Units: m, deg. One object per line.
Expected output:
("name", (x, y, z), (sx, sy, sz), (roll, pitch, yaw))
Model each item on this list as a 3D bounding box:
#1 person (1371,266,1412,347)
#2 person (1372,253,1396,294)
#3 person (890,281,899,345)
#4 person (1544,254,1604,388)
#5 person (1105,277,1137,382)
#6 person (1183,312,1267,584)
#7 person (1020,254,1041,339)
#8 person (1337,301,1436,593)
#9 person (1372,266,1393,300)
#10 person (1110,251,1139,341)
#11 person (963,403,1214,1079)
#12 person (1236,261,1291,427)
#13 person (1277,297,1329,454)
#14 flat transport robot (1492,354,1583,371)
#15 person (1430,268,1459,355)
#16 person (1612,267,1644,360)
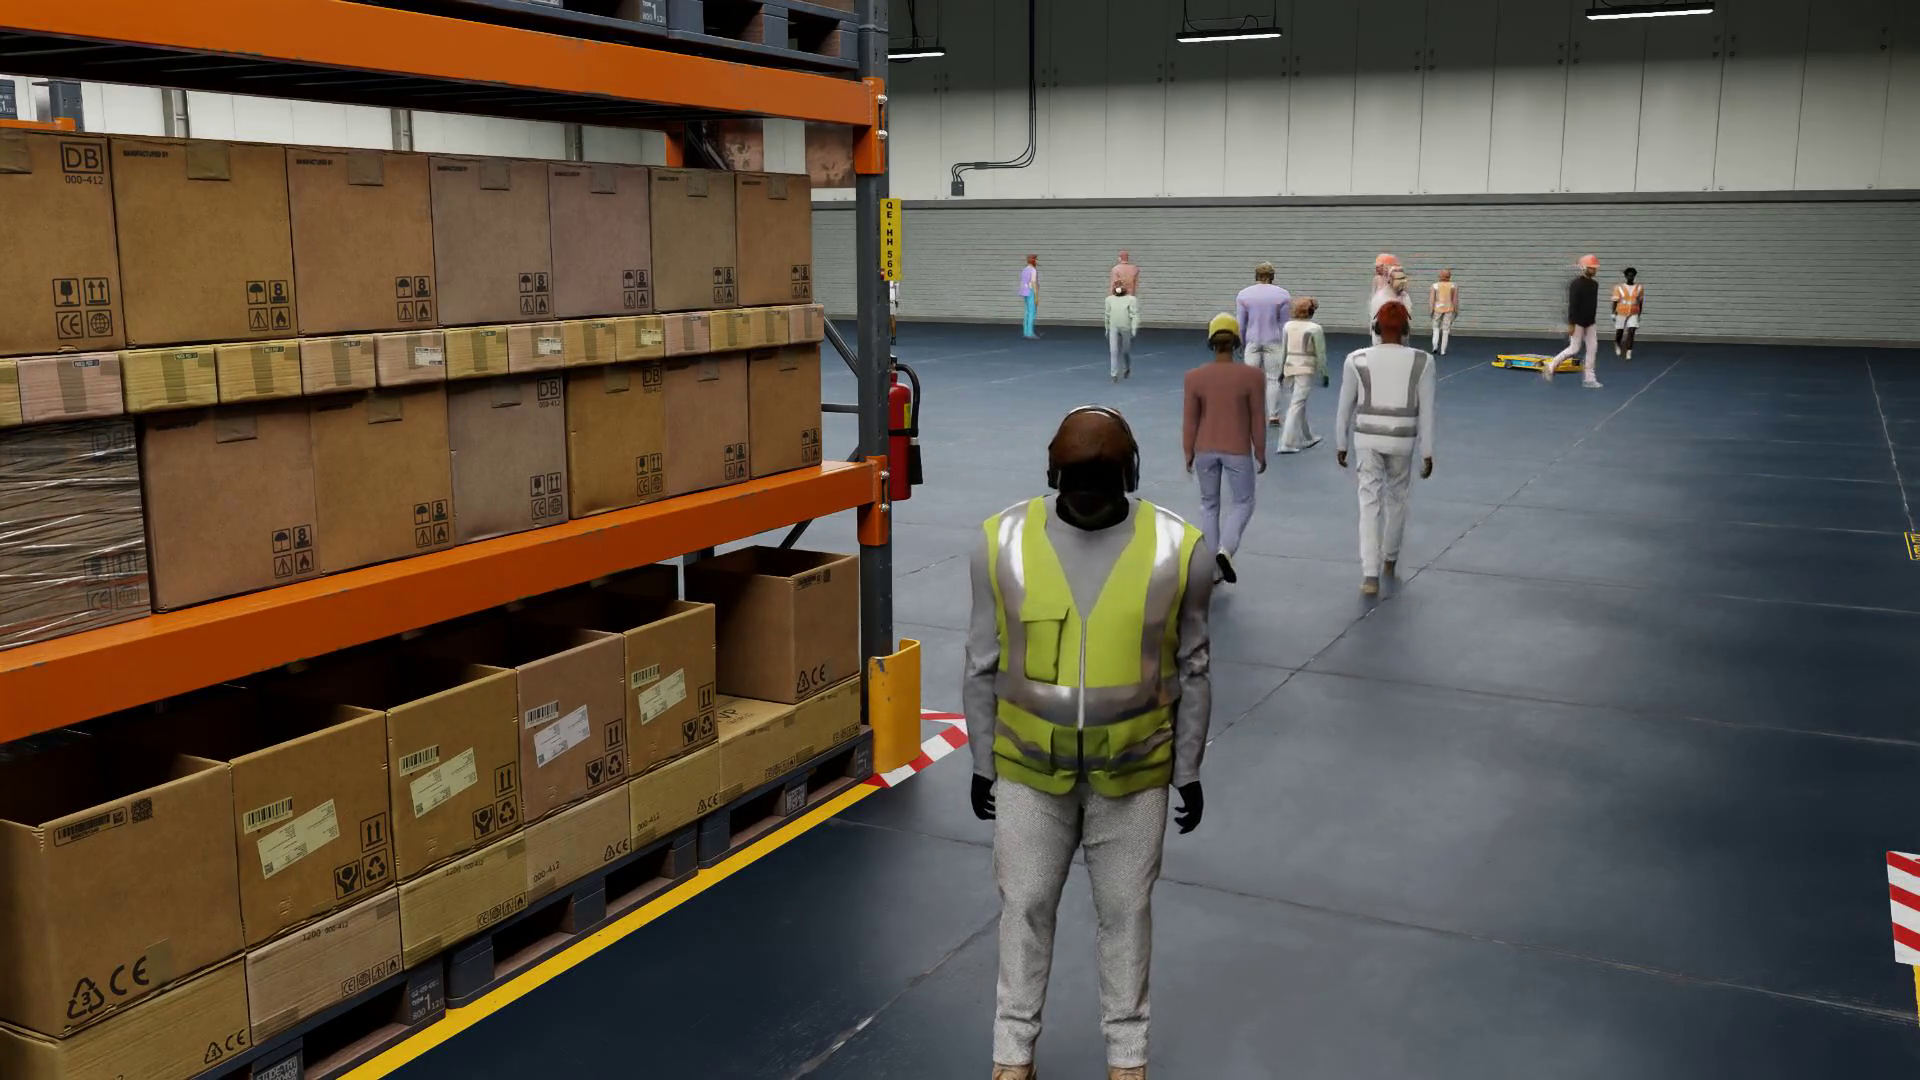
("person", (5.025, -2.251, 19.428), (0.662, 1.887, 0.492), (-9, 13, -39))
("person", (6.325, -3.227, 24.495), (0.612, 1.980, 0.630), (-1, 10, -3))
("person", (-1.518, -4.923, 33.877), (0.552, 1.933, 0.363), (-5, 11, -24))
("person", (9.170, -3.250, 24.689), (0.628, 1.971, 0.830), (-7, 12, -33))
("person", (2.485, -3.252, 25.662), (0.507, 1.603, 0.756), (3, 11, 15))
("person", (1.667, -0.564, 10.574), (0.547, 1.751, 0.487), (4, 11, 21))
("person", (1.517, -5.274, 36.043), (0.374, 1.840, 0.570), (-4, 11, -22))
("person", (2.725, -0.612, 10.679), (0.599, 1.823, 1.025), (2, 11, 12))
("person", (8.529, -4.748, 33.387), (0.534, 1.767, 0.314), (9, 14, 40))
("person", (3.459, -5.175, 35.348), (0.709, 1.905, 0.402), (-6, 12, -29))
("person", (0.316, 0.572, 4.189), (0.624, 1.837, 0.430), (1, 10, 6))
("person", (3.539, -2.282, 19.477), (0.629, 1.936, 0.372), (2, 11, 13))
("person", (3.594, -1.707, 17.250), (0.834, 1.595, 0.546), (-8, 13, -36))
("flat transport robot", (9.616, -2.962, 27.724), (0.652, 0.197, 1.431), (-4, 11, -23))
("person", (9.083, -4.275, 31.201), (0.520, 1.625, 0.432), (3, 11, 17))
("person", (12.128, -4.126, 30.238), (0.535, 1.676, 0.645), (3, 11, 14))
